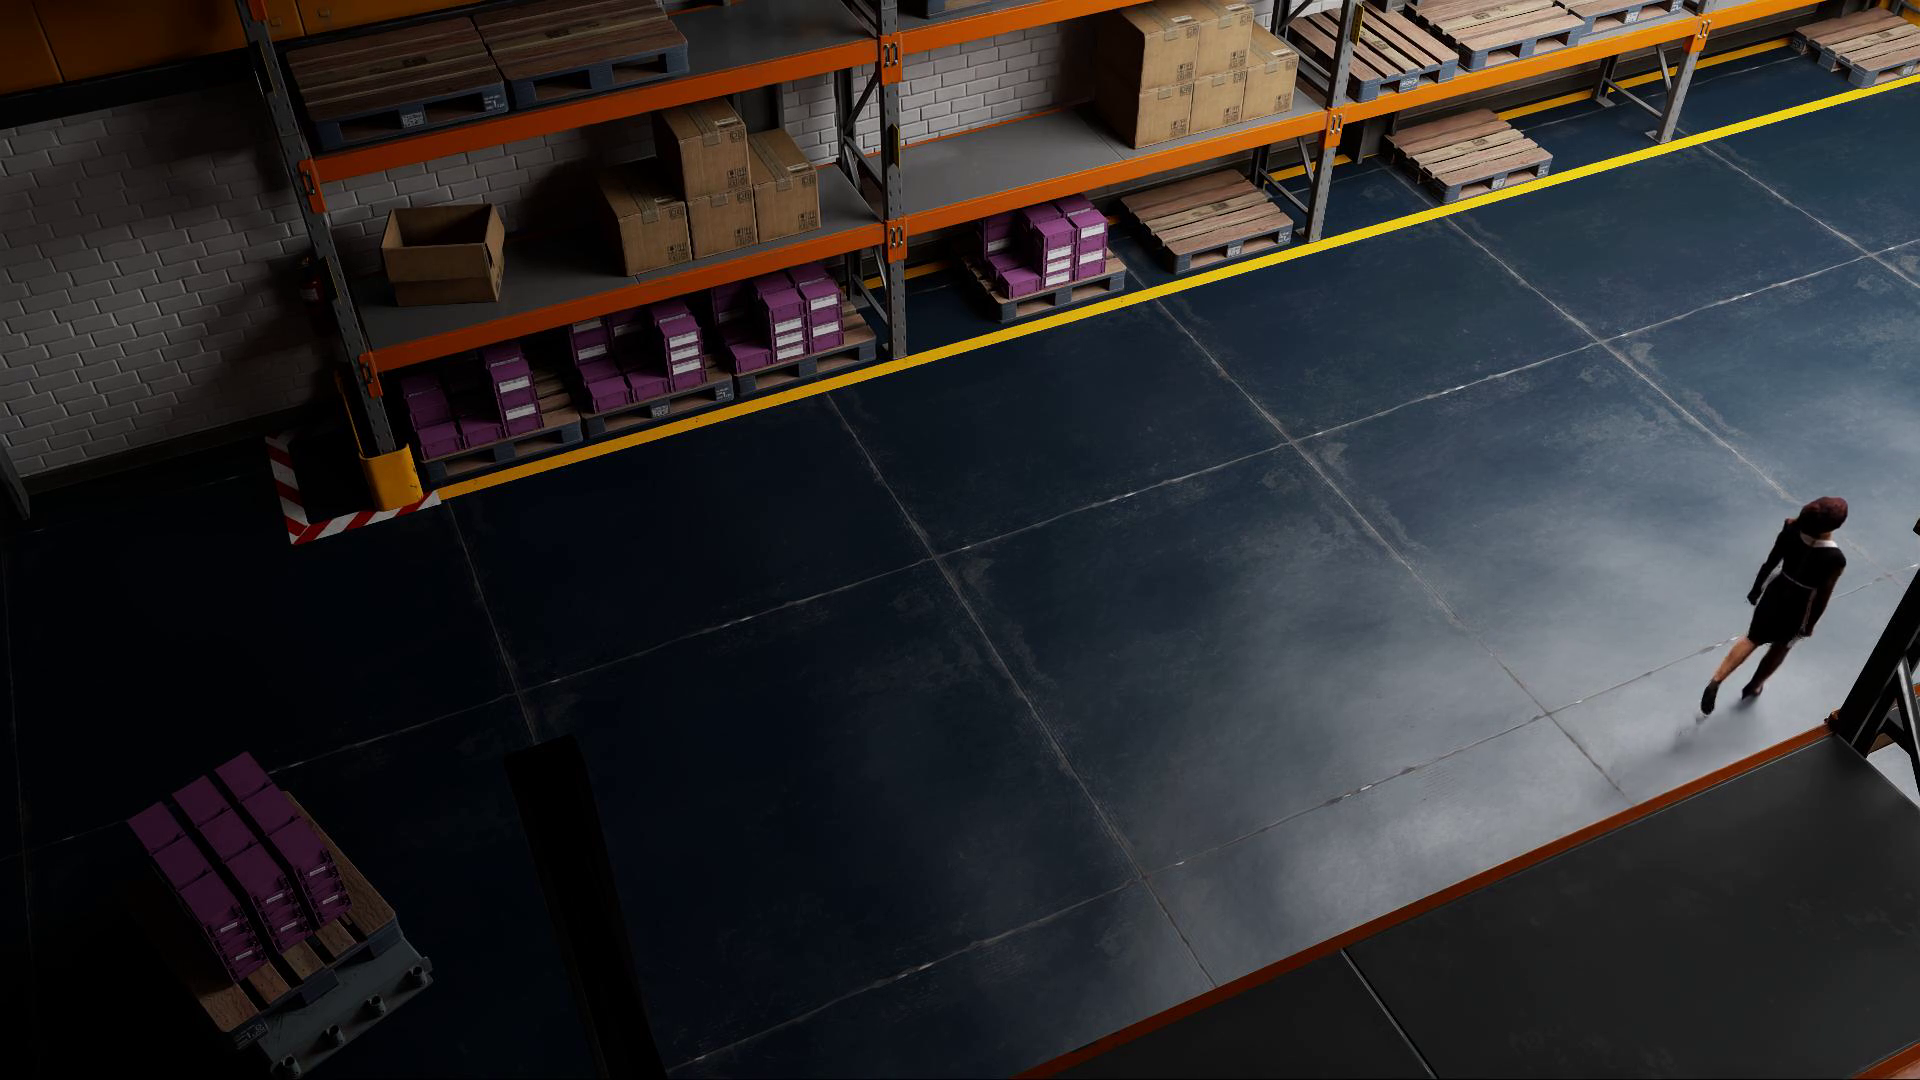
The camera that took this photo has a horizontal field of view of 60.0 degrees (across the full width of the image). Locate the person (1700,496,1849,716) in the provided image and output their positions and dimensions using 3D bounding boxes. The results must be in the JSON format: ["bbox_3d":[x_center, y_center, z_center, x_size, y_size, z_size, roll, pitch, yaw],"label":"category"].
[{"bbox_3d":[4.993,0.458,10.172,0.996,1.779,0.694,-26,49,-25],"label":"person"}]
